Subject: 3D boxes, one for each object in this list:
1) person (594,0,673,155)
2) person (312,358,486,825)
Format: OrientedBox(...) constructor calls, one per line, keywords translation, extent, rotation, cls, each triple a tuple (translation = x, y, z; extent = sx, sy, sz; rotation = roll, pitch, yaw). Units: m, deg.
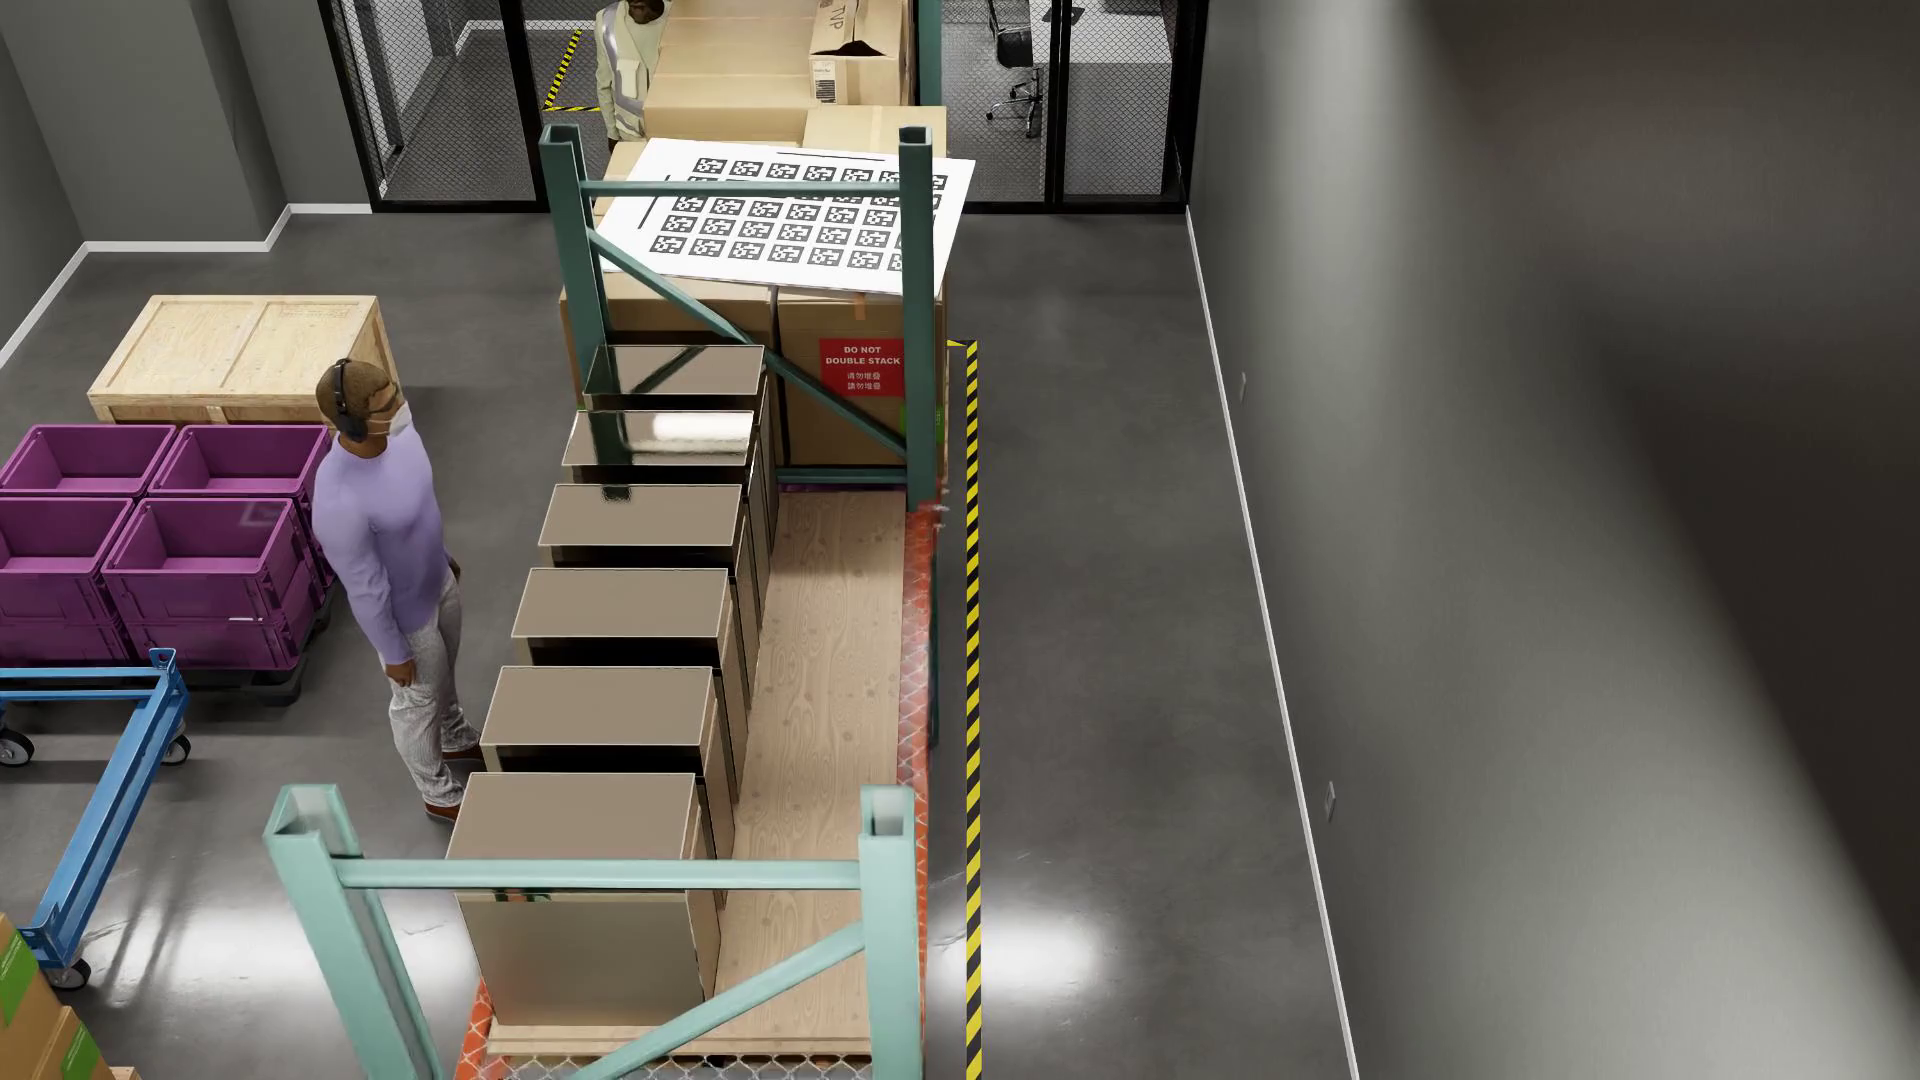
OrientedBox(translation=(-1.503, -2.074, 8.337), extent=(0.593, 1.833, 0.404), rotation=(0, 41, 0), cls="person")
OrientedBox(translation=(-1.861, 0.199, 5.658), extent=(0.370, 1.940, 0.631), rotation=(0, 41, 0), cls="person")
